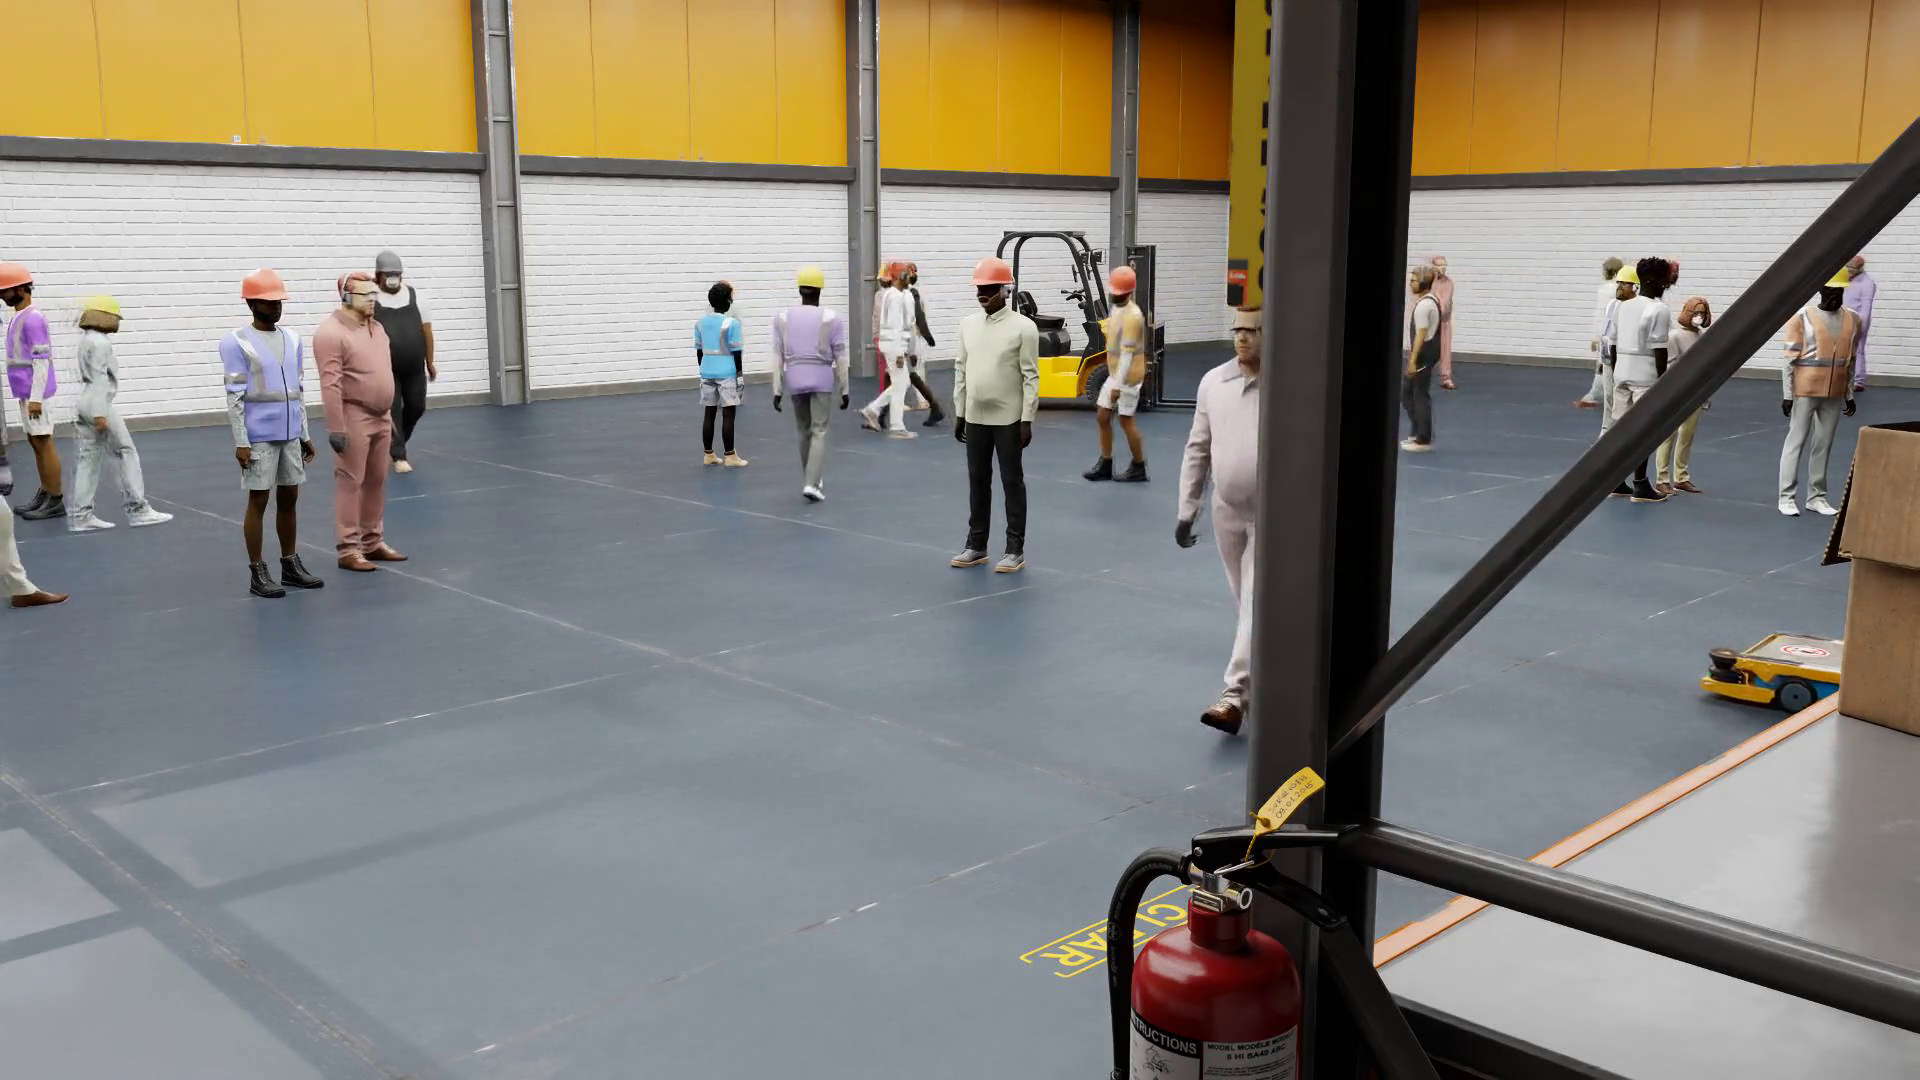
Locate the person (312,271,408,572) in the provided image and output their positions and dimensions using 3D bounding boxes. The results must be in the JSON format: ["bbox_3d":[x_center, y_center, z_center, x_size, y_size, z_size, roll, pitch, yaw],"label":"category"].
[{"bbox_3d":[-3.826,-0.763,10.672,0.403,1.906,0.651,3,11,14],"label":"person"}]

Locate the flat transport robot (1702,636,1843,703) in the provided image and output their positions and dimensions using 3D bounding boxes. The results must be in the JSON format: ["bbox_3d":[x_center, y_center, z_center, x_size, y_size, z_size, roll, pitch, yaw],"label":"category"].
[{"bbox_3d":[4.176,0.646,7.452,1.431,0.197,0.652,9,13,39],"label":"flat transport robot"}]

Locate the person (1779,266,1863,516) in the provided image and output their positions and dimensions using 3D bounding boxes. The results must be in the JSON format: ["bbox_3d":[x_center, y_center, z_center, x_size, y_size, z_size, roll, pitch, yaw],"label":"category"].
[{"bbox_3d":[6.551,-1.137,12.653,0.590,1.926,0.388,-1,10,-5],"label":"person"}]

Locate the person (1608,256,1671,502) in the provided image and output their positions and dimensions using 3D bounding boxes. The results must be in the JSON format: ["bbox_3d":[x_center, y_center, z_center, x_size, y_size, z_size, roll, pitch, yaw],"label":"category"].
[{"bbox_3d":[5.474,-1.289,13.387,0.373,1.962,0.607,-3,11,-16],"label":"person"}]

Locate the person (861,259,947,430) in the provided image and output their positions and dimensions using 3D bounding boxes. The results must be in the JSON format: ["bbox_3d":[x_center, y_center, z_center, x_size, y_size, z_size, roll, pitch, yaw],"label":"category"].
[{"bbox_3d":[-0.588,-2.153,18.348,0.980,1.874,0.648,-2,11,-13],"label":"person"}]

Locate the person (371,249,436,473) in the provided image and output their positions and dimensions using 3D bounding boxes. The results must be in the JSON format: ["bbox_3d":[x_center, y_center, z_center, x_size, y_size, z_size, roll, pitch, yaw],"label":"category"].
[{"bbox_3d":[-5.162,-1.654,15.162,0.684,2.000,0.780,-7,12,-34],"label":"person"}]

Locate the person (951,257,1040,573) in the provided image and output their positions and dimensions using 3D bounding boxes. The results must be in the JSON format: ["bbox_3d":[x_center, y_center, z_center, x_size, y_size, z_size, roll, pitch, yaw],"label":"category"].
[{"bbox_3d":[0.214,-0.792,10.588,0.614,1.994,0.381,7,12,33],"label":"person"}]

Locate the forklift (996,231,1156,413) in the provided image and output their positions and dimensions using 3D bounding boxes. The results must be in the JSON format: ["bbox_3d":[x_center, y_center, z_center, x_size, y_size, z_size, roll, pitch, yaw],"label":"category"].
[{"bbox_3d":[1.222,-2.721,20.561,2.313,2.155,1.214,2,11,13],"label":"forklift"}]

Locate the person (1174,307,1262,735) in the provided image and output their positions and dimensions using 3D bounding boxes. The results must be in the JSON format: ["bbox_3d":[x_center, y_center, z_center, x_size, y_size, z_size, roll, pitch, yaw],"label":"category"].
[{"bbox_3d":[1.214,-0.105,7.201,0.671,1.863,0.958,9,14,42],"label":"person"}]

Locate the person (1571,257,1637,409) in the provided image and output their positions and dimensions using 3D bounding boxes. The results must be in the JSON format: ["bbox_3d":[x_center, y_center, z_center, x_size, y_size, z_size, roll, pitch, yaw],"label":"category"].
[{"bbox_3d":[7.919,-2.470,20.099,0.638,1.889,1.042,-8,13,-39],"label":"person"}]

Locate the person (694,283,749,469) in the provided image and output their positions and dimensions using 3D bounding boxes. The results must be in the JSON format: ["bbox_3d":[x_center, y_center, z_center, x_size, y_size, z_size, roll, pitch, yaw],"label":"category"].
[{"bbox_3d":[-2.195,-1.503,15.280,0.540,1.695,0.317,7,13,34],"label":"person"}]

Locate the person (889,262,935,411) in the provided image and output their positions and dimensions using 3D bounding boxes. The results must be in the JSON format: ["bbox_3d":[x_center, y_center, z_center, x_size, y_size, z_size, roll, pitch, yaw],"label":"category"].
[{"bbox_3d":[-0.590,-2.472,20.253,0.620,1.800,0.658,-3,11,-14],"label":"person"}]

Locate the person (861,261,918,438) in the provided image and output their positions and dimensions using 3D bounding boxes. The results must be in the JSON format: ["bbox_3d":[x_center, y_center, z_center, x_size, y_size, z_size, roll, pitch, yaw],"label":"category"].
[{"bbox_3d":[-0.734,-2.002,17.545,0.545,1.868,0.628,-1,10,-4],"label":"person"}]

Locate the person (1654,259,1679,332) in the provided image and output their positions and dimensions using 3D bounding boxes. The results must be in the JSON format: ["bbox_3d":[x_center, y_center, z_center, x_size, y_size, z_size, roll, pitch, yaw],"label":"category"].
[{"bbox_3d":[8.011,-2.245,18.892,0.576,1.849,0.841,-10,14,-43],"label":"person"}]

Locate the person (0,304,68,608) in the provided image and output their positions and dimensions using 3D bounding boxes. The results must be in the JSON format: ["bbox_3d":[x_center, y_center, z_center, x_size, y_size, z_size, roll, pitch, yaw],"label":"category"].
[{"bbox_3d":[-5.548,-0.446,9.209,0.583,1.824,0.944,8,13,38],"label":"person"}]

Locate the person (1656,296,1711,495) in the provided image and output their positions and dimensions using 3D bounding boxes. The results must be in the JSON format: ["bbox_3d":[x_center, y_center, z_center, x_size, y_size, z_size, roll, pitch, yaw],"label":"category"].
[{"bbox_3d":[6.000,-1.188,13.734,0.499,1.632,0.285,-5,11,-23],"label":"person"}]

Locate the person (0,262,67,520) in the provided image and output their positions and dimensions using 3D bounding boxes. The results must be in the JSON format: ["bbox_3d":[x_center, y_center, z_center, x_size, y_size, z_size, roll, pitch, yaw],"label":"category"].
[{"bbox_3d":[-7.013,-1.113,12.520,0.373,1.929,0.542,-8,13,-37],"label":"person"}]

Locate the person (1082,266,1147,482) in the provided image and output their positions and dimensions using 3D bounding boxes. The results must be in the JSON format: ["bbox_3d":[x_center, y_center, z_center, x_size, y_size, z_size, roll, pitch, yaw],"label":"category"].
[{"bbox_3d":[1.357,-1.398,14.214,0.649,1.871,0.634,-3,11,-16],"label":"person"}]

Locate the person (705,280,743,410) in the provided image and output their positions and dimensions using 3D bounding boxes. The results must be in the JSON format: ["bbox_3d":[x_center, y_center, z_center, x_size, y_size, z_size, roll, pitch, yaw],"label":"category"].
[{"bbox_3d":[-2.911,-2.427,20.599,0.501,1.594,0.844,6,12,29],"label":"person"}]

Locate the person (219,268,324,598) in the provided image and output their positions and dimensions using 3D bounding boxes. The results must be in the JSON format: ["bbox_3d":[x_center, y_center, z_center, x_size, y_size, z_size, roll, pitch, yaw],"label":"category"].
[{"bbox_3d":[-4.080,-0.635,9.890,0.357,1.938,0.545,5,12,26],"label":"person"}]

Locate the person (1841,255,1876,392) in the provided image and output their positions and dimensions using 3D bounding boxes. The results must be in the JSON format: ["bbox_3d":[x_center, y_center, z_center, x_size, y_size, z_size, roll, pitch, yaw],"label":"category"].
[{"bbox_3d":[12.143,-2.926,22.582,0.570,1.860,0.667,-3,11,-17],"label":"person"}]

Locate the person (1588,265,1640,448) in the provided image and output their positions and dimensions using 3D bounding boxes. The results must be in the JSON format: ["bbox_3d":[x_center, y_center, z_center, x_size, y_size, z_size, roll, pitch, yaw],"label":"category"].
[{"bbox_3d":[6.549,-1.790,16.462,0.403,1.837,0.591,-5,12,-26],"label":"person"}]

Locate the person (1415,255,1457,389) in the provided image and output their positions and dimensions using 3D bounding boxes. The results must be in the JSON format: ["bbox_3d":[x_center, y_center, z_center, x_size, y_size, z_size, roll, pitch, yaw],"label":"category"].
[{"bbox_3d":[6.658,-3.077,23.425,0.649,1.869,0.981,-3,11,-18],"label":"person"}]

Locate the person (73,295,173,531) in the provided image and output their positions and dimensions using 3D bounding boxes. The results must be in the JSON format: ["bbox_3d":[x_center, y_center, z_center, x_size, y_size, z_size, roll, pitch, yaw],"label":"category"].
[{"bbox_3d":[-6.174,-0.927,12.142,0.765,1.689,0.545,-9,14,-41],"label":"person"}]

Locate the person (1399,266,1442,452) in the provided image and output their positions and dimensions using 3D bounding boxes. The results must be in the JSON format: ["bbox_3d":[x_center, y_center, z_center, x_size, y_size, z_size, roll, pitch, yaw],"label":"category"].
[{"bbox_3d":[4.478,-1.773,16.376,0.486,1.831,0.546,4,11,23],"label":"person"}]

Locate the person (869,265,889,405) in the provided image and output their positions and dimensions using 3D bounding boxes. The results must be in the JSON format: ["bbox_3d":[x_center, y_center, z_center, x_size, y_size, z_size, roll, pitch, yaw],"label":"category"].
[{"bbox_3d":[-0.904,-2.553,20.818,0.522,1.768,0.314,9,13,39],"label":"person"}]

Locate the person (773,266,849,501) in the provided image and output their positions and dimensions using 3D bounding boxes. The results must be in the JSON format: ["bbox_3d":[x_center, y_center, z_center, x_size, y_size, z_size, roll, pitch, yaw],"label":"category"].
[{"bbox_3d":[-1.207,-1.273,13.512,0.601,1.891,0.890,2,11,12],"label":"person"}]
